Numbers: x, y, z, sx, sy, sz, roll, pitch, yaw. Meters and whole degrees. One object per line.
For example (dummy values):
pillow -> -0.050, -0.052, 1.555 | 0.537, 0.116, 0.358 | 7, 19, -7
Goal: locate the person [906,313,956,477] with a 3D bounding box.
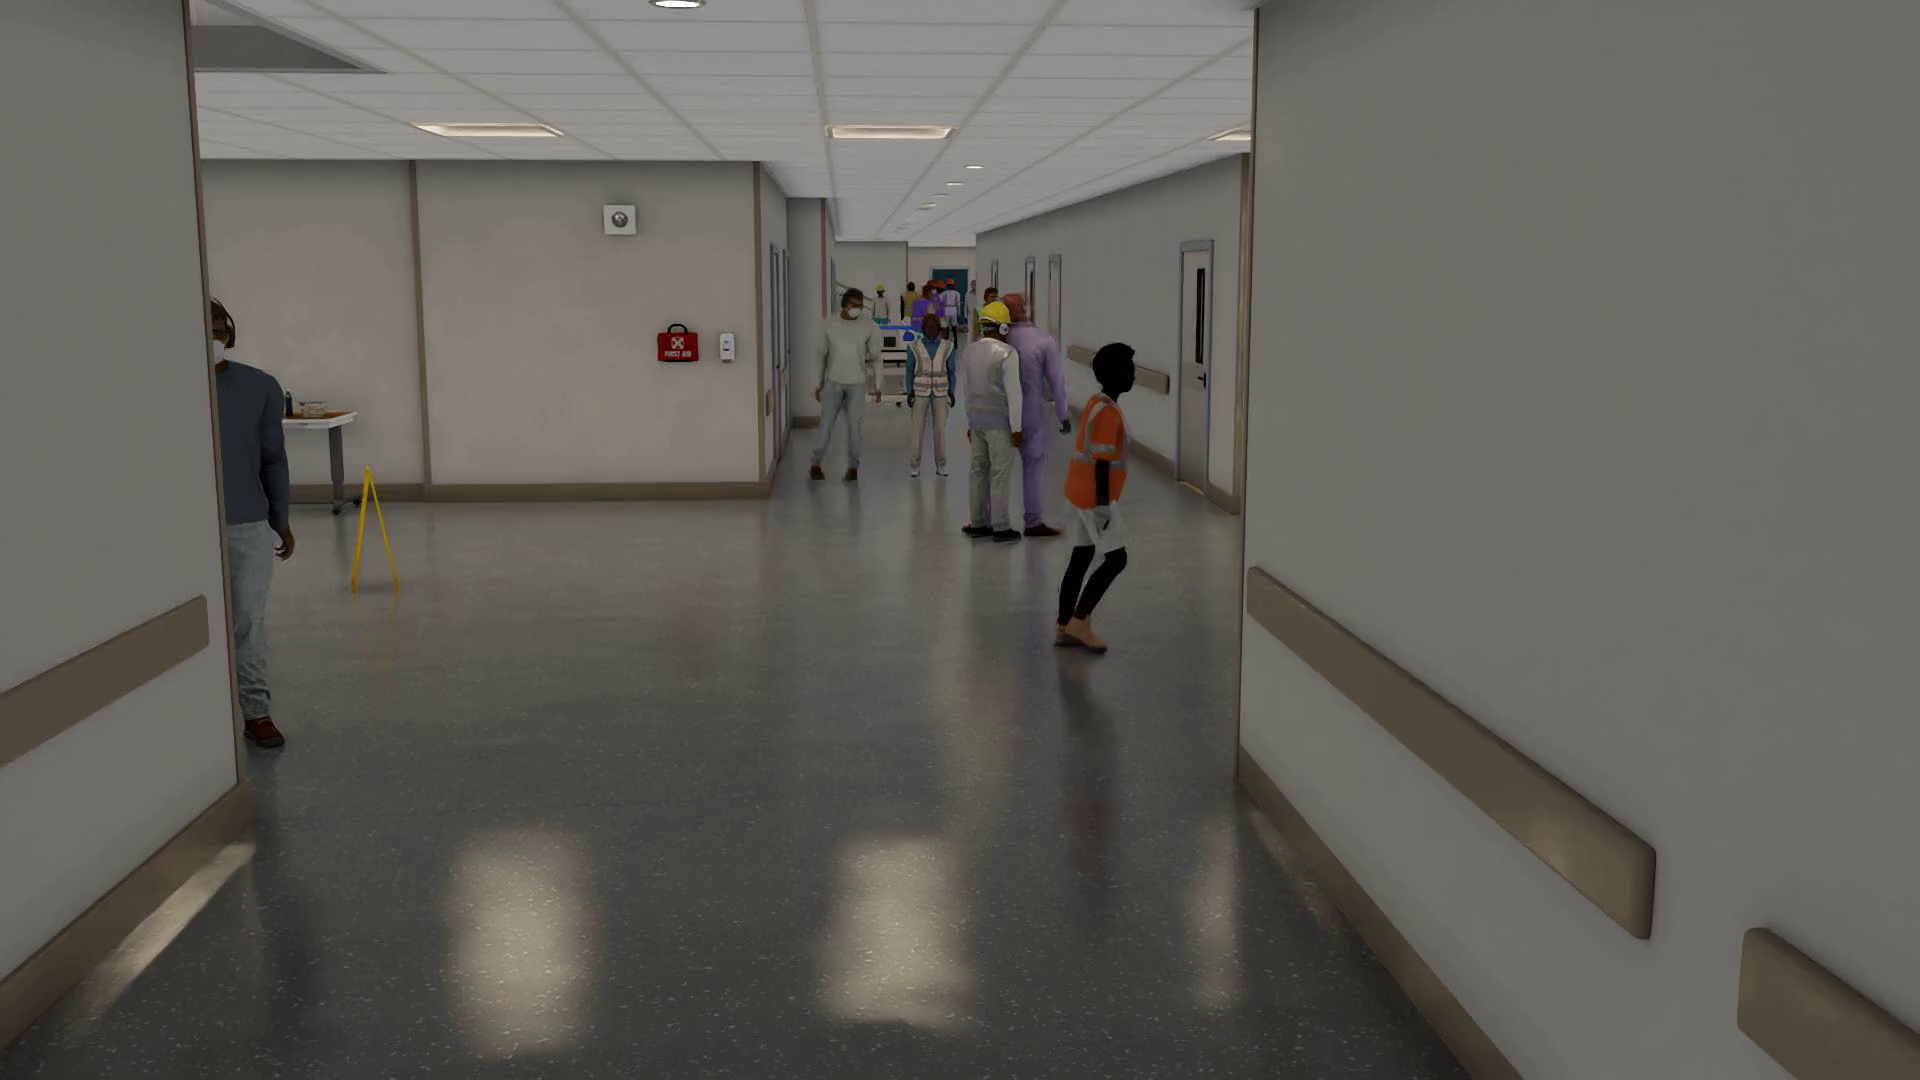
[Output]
person -> -0.292, -1.457, 16.755 | 0.515, 1.641, 0.315 | -1, 9, -7

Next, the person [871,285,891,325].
person -> -2.123, -5.940, 44.514 | 0.535, 1.767, 0.316 | 2, 9, 12

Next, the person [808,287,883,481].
person -> -1.107, -1.521, 16.337 | 0.717, 1.909, 0.438 | 0, 9, 0

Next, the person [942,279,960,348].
person -> -0.270, -6.245, 45.934 | 0.546, 1.929, 0.383 | -1, 9, -8

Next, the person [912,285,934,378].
person -> -0.743, -4.086, 32.729 | 0.401, 1.819, 0.631 | -7, 12, -38

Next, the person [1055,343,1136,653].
person -> 0.726, -0.224, 8.934 | 0.428, 1.664, 0.539 | -1, 9, -6

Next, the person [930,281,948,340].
person -> -0.557, -5.926, 44.070 | 0.567, 1.881, 1.009 | -9, 12, -43

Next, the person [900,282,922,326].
person -> -1.318, -6.065, 45.064 | 0.625, 1.844, 0.429 | -1, 9, -9

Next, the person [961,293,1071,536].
person -> 0.408, -0.952, 12.845 | 0.873, 1.887, 0.410 | 2, 9, 14

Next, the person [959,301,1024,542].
person -> 0.258, -0.898, 12.686 | 0.403, 1.824, 0.593 | -8, 12, -41

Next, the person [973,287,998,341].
person -> 0.445, -3.040, 26.083 | 0.563, 1.838, 0.390 | -7, 12, -38
